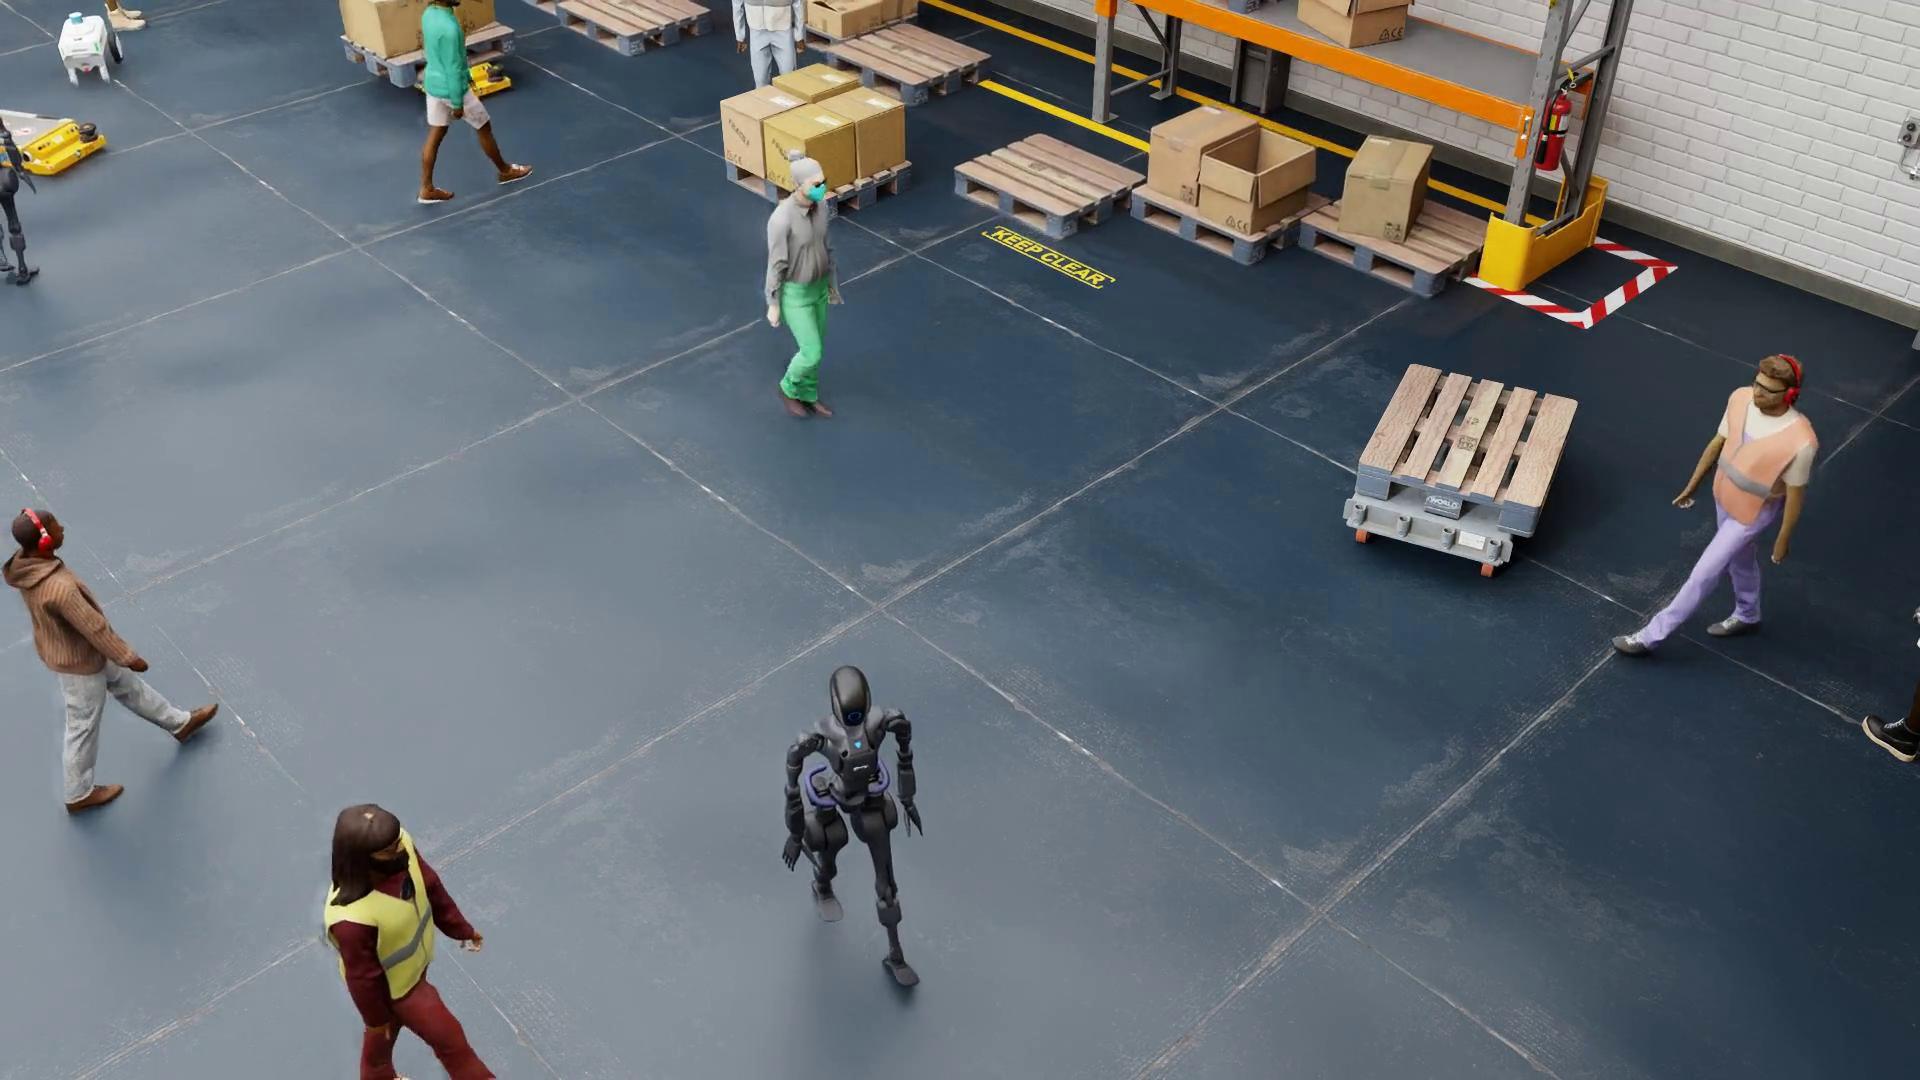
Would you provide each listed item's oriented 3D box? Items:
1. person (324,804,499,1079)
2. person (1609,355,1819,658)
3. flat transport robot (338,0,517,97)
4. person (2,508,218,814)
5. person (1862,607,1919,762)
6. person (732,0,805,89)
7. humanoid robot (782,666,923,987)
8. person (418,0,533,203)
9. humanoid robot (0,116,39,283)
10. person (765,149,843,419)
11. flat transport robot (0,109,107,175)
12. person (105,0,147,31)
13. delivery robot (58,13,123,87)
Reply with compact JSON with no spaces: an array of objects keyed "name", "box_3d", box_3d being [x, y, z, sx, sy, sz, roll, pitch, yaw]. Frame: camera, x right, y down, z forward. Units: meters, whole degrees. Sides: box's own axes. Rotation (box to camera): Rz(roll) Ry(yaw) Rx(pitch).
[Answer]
[{"name":"person","box_3d":[-2.002,1.603,6.202,0.924,1.720,0.488,2,37,3]},{"name":"person","box_3d":[3.919,-0.160,8.473,0.978,1.789,0.586,-7,38,-9]},{"name":"flat transport robot","box_3d":[-4.817,-4.348,15.290,1.431,0.231,0.659,31,47,34]},{"name":"person","box_3d":[-4.024,0.511,7.743,0.838,1.607,0.459,-28,45,-32]},{"name":"person","box_3d":[4.813,0.235,7.816,0.604,1.966,0.367,-10,38,-12]},{"name":"person","box_3d":[-1.572,-4.211,13.753,0.595,1.908,0.408,2,37,3]},{"name":"humanoid robot","box_3d":[-0.445,1.135,6.899,0.614,1.618,0.778,-14,39,-18]},{"name":"person","box_3d":[-3.930,-3.523,12.932,0.999,1.790,0.482,-28,45,-32]},{"name":"humanoid robot","box_3d":[-6.948,-2.630,11.842,0.604,1.645,0.339,-5,37,-7]},{"name":"person","box_3d":[-0.941,-1.537,10.273,0.417,1.825,0.556,23,43,27]},{"name":"flat transport robot","box_3d":[-8.016,-3.360,13.981,1.431,0.231,0.659,10,38,13]},{"name":"person","box_3d":[-8.254,-5.938,15.926,0.391,2.041,0.610,-17,40,-21]},{"name":"delivery robot","box_3d":[-8.064,-4.558,15.345,0.499,0.613,0.789,-11,39,-15]}]
